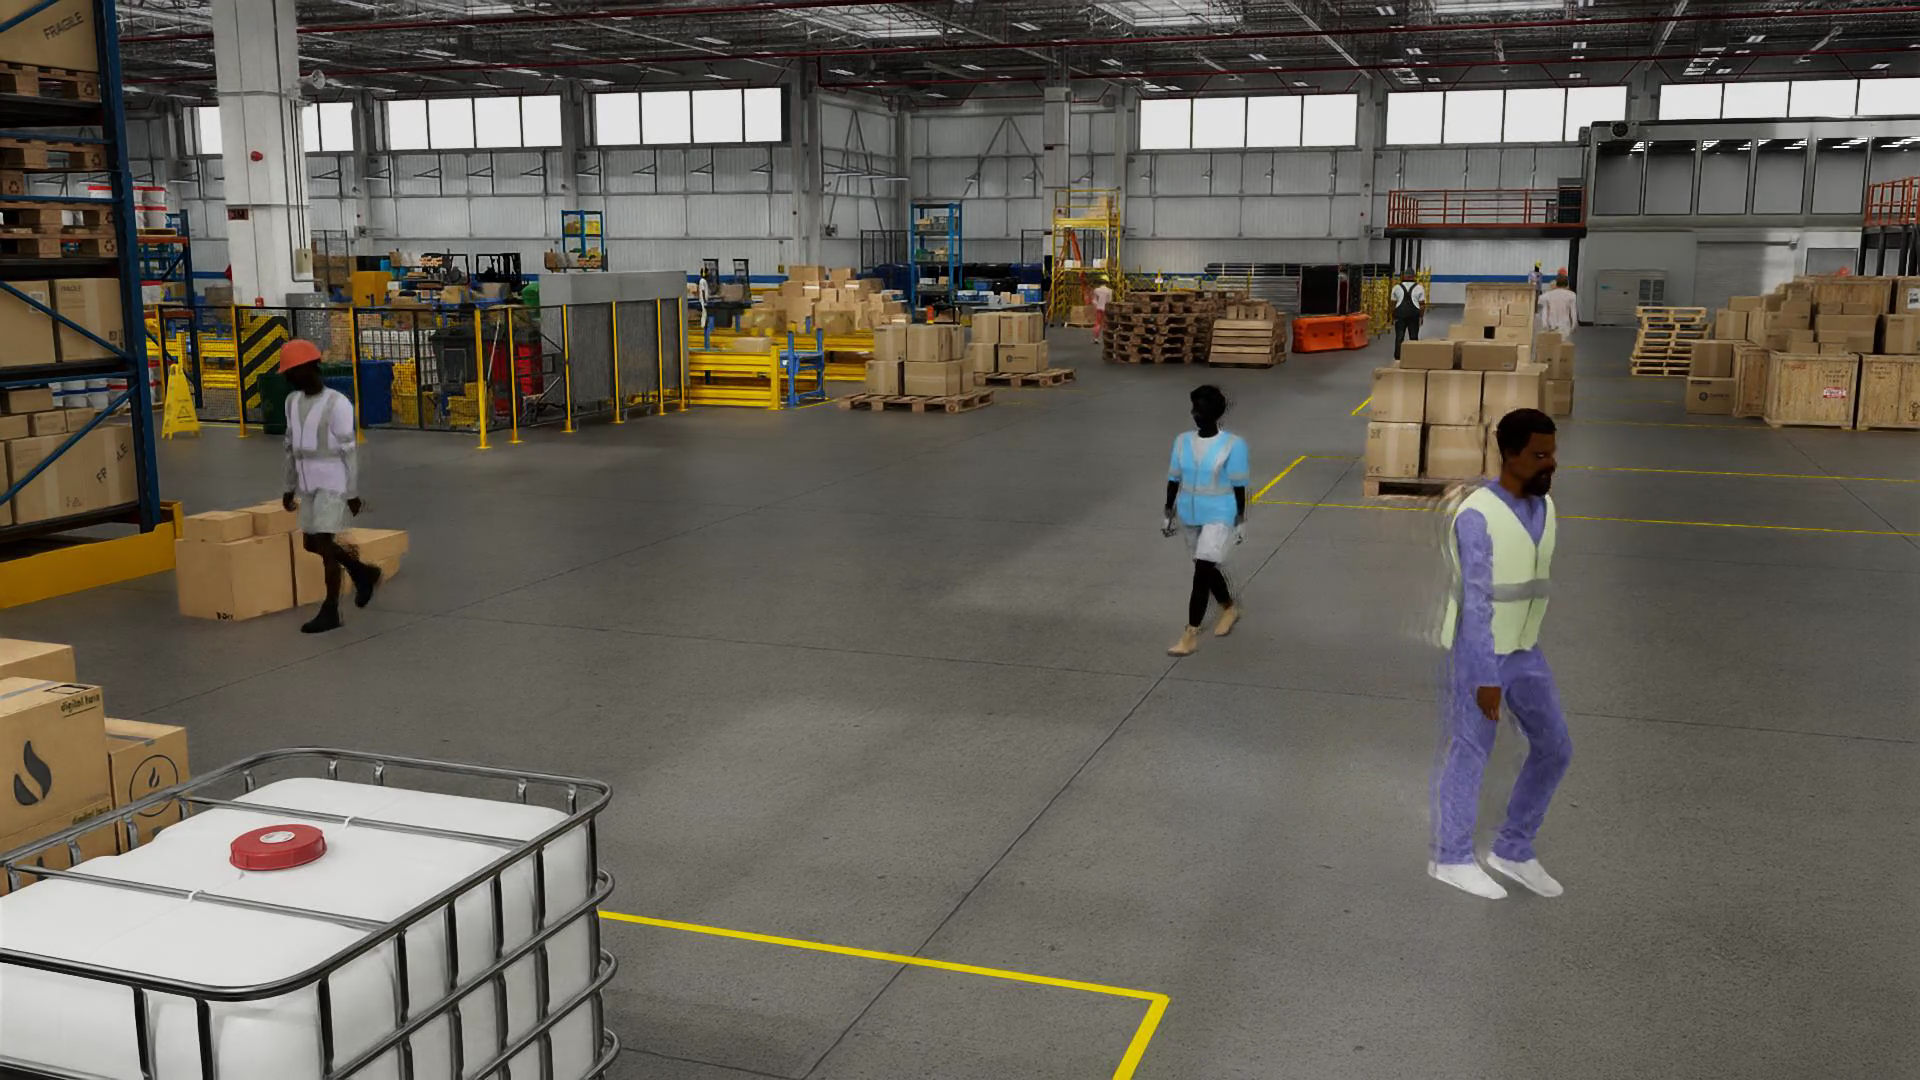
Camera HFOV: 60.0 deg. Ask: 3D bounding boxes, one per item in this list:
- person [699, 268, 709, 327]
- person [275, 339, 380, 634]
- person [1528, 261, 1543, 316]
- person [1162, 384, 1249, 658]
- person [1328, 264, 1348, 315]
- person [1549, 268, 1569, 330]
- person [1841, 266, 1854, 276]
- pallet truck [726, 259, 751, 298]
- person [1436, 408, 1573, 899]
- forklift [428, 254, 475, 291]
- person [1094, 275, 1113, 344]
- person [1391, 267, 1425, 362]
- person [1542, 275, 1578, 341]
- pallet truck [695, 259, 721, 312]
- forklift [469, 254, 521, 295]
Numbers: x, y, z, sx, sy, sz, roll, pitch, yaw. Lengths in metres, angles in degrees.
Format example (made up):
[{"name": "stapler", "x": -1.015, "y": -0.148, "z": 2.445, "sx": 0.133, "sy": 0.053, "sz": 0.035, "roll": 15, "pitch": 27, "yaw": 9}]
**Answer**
[{"name": "person", "x": -7.011, "y": -6.542, "z": 45.791, "sx": 0.326, "sy": 1.861, "sz": 0.518, "roll": -2, "pitch": 10, "yaw": -9}, {"name": "person", "x": -4.140, "y": -0.376, "z": 10.952, "sx": 0.572, "sy": 1.902, "sz": 0.711, "roll": 6, "pitch": 12, "yaw": 31}, {"name": "person", "x": 20.202, "y": -8.813, "z": 58.398, "sx": 0.586, "sy": 1.924, "sz": 0.370, "roll": -4, "pitch": 11, "yaw": -22}, {"name": "person", "x": 1.552, "y": -0.150, "z": 10.361, "sx": 0.539, "sy": 1.658, "sz": 0.864, "roll": 9, "pitch": 14, "yaw": 42}, {"name": "person", "x": 13.283, "y": -8.701, "z": 58.001, "sx": 0.913, "sy": 1.848, "sz": 0.572, "roll": -3, "pitch": 11, "yaw": -17}, {"name": "person", "x": 16.334, "y": -6.474, "z": 45.391, "sx": 0.541, "sy": 1.881, "sz": 1.030, "roll": 1, "pitch": 10, "yaw": 5}, {"name": "person", "x": 19.702, "y": -5.072, "z": 37.039, "sx": 0.624, "sy": 2.048, "sz": 0.467, "roll": 2, "pitch": 10, "yaw": 12}, {"name": "pallet truck", "x": -7.986, "y": -9.493, "z": 62.019, "sx": 0.823, "sy": 1.965, "sz": 1.885, "roll": 3, "pitch": 11, "yaw": 17}, {"name": "person", "x": 2.087, "y": 0.453, "z": 6.286, "sx": 0.587, "sy": 1.899, "sz": 0.595, "roll": -7, "pitch": 12, "yaw": -36}, {"name": "forklift", "x": -20.133, "y": -10.254, "z": 65.465, "sx": 1.157, "sy": 1.987, "sz": 2.680, "roll": 3, "pitch": 11, "yaw": 19}, {"name": "person", "x": 3.629, "y": -5.833, "z": 42.125, "sx": 0.537, "sy": 1.744, "sz": 0.722, "roll": 7, "pitch": 12, "yaw": 33}, {"name": "person", "x": 9.409, "y": -4.709, "z": 34.954, "sx": 0.688, "sy": 2.000, "sz": 0.536, "roll": 3, "pitch": 11, "yaw": 18}, {"name": "person", "x": 11.676, "y": -4.180, "z": 32.305, "sx": 0.643, "sy": 1.918, "sz": 0.513, "roll": 10, "pitch": 14, "yaw": 43}, {"name": "pallet truck", "x": -9.165, "y": -9.627, "z": 62.776, "sx": 0.823, "sy": 1.965, "sz": 1.885, "roll": 4, "pitch": 11, "yaw": 23}, {"name": "forklift", "x": -17.990, "y": -10.121, "z": 64.684, "sx": 1.157, "sy": 1.987, "sz": 2.680, "roll": 3, "pitch": 11, "yaw": 17}]
